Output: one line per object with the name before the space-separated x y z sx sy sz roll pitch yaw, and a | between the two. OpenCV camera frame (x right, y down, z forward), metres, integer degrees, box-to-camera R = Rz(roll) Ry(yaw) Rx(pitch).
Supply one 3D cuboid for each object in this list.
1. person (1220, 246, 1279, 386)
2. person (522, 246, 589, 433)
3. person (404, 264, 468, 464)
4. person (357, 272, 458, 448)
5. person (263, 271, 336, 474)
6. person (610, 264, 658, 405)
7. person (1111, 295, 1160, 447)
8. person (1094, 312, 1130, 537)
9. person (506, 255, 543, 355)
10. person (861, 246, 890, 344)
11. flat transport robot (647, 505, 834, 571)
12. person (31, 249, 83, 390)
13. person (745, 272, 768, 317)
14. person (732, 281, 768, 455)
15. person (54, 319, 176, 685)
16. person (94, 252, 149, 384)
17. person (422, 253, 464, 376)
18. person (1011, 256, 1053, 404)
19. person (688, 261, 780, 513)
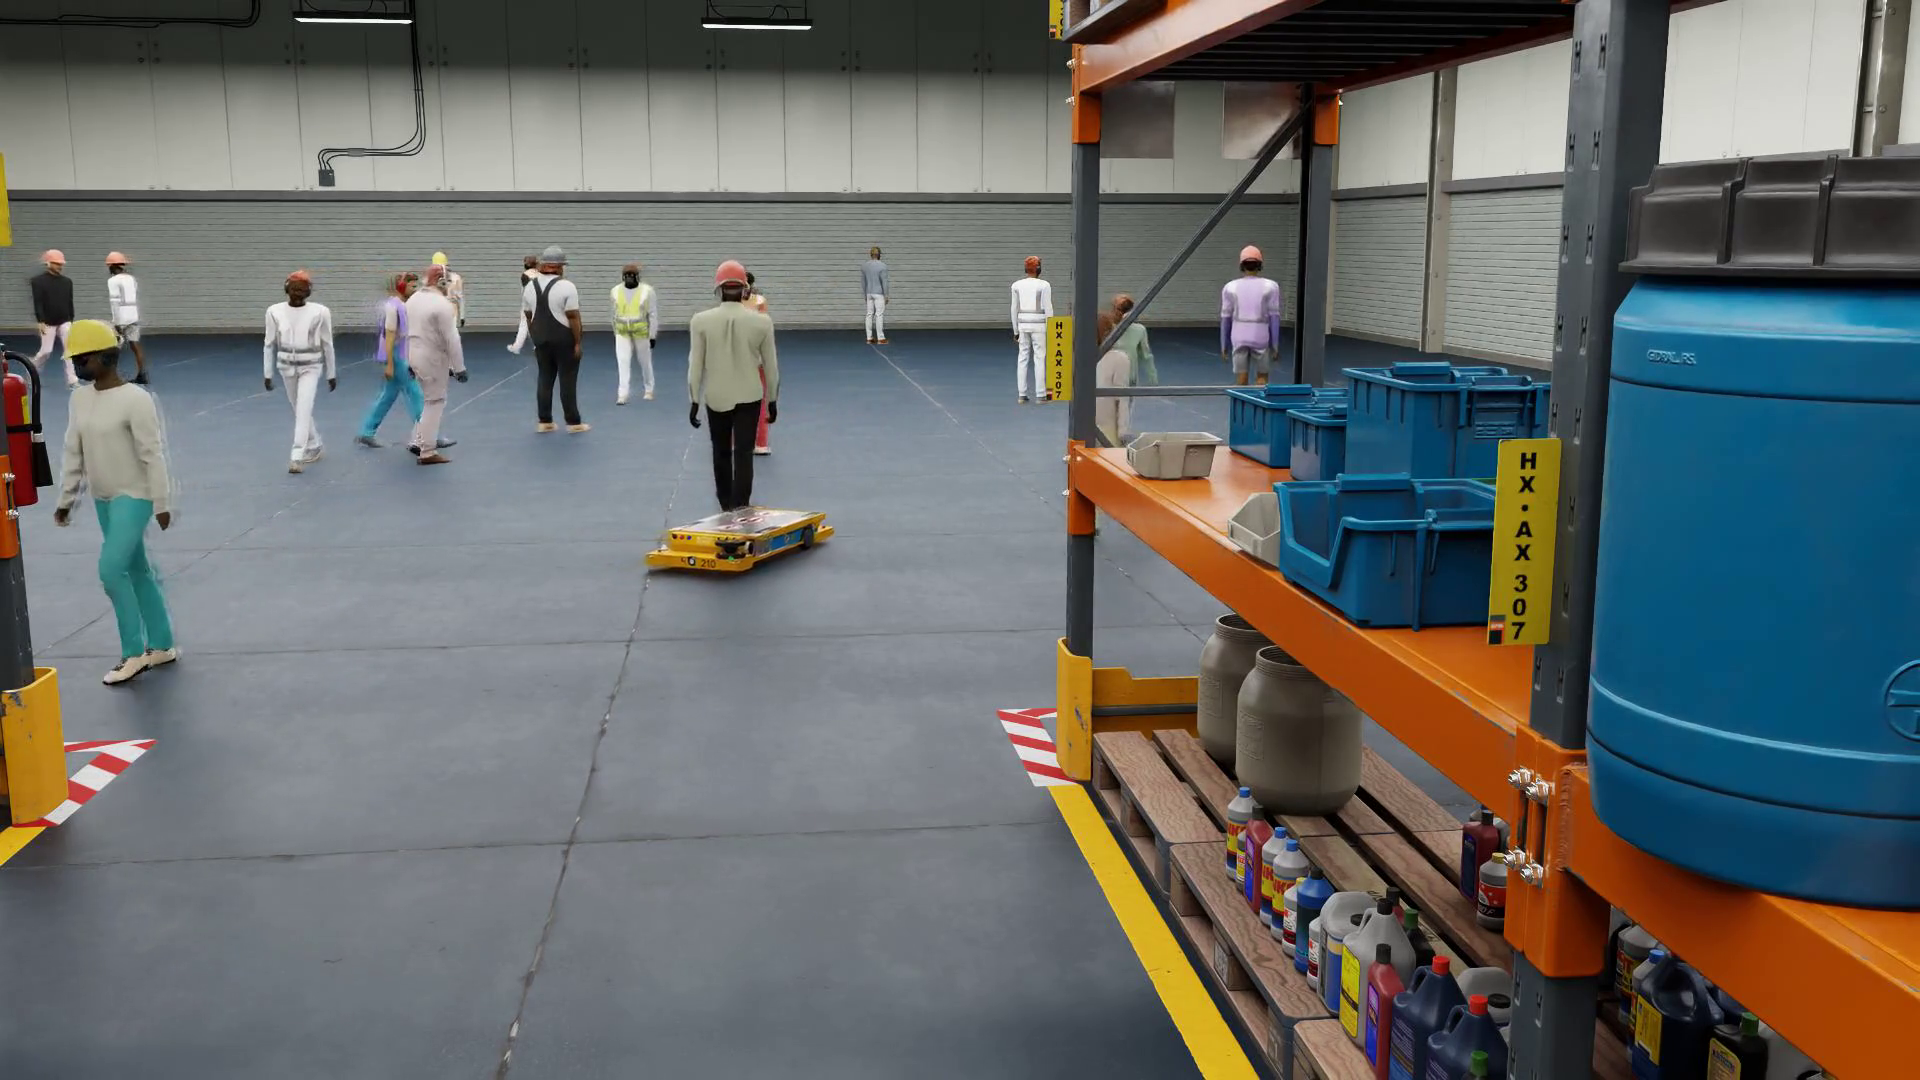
person | 3.142 -2.161 18.030 0.649 2.030 0.460 3 11 16
person | -4.384 -2.193 18.194 0.687 2.000 0.537 4 11 23
person | -4.929 -1.641 15.621 0.480 1.880 0.673 -10 14 -44
person | -5.666 -1.804 16.789 0.996 1.788 0.579 -1 10 -6
person | -6.079 -1.567 15.370 0.588 1.830 1.023 0 10 -1
person | -4.185 -2.653 21.437 0.629 1.792 0.988 1 10 4
person | 1.553 -1.451 15.311 0.625 1.590 0.727 -5 12 -26
person | 1.024 -0.807 11.759 0.509 1.611 0.585 10 14 44
person | -7.751 -4.222 29.988 0.955 1.794 0.636 5 12 28
person | -1.675 -4.869 33.148 0.631 1.940 0.372 7 12 34
flat transport robot | -1.444 -0.028 11.181 0.652 0.197 1.431 4 11 21
person | -12.690 -3.073 23.235 0.836 1.966 0.614 6 12 32
person | -2.734 -2.612 21.460 0.543 1.679 0.372 0 10 -2
person | -2.157 -1.693 16.249 0.647 1.735 0.563 4 11 20
person | -4.103 -0.183 8.005 0.527 1.742 0.644 6 12 29
person | -12.198 -3.193 24.054 0.870 1.903 0.561 2 11 12
person | -7.918 -3.433 25.434 0.606 1.872 0.990 -2 10 -9
person | 0.935 -2.684 21.324 0.574 1.883 0.356 6 12 28
person | -1.644 -1.047 12.156 0.653 1.942 1.023 -1 10 -5
